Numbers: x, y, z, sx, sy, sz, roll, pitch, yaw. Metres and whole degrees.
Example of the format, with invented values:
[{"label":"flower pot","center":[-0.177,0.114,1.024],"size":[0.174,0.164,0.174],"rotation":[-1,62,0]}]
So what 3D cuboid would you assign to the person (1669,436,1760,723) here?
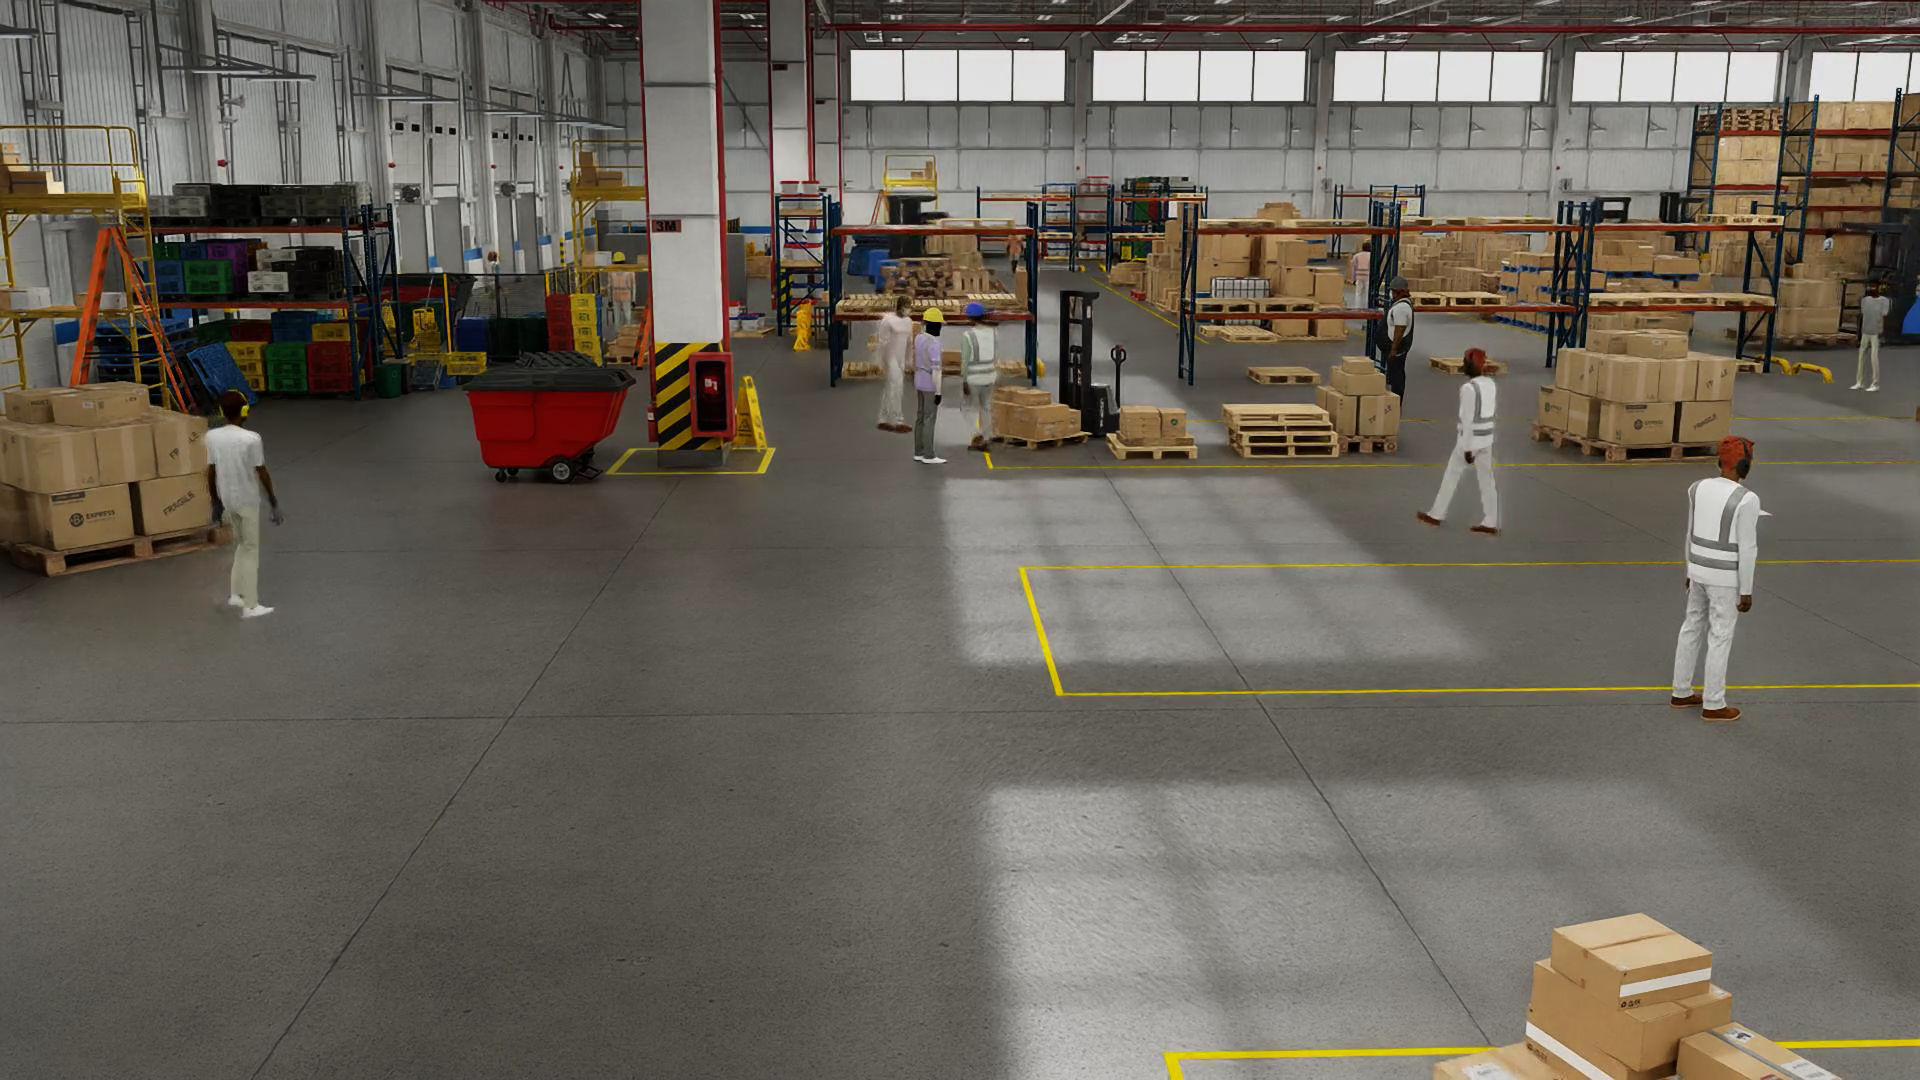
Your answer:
[{"label":"person","center":[4.956,0.252,10.884],"size":[0.352,1.877,0.572],"rotation":[-4,13,-18]}]

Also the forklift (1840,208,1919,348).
[{"label":"forklift","center":[19.193,-5.368,33.957],"size":[1.873,2.768,1.129],"rotation":[0,12,-2]}]

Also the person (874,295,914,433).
[{"label":"person","center":[-0.822,-2.411,22.887],"size":[0.869,1.883,0.685],"rotation":[8,15,32]}]

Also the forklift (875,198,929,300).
[{"label":"forklift","center":[-1.404,-8.175,46.632],"size":[1.873,2.768,1.129],"rotation":[2,13,7]}]

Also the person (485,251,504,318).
[{"label":"person","center":[-11.467,-6.267,40.866],"size":[0.516,1.633,0.313],"rotation":[10,16,38]}]

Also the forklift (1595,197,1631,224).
[{"label":"forklift","center":[19.082,-8.666,48.847],"size":[1.129,2.768,1.873],"rotation":[0,12,-2]}]

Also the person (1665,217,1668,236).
[{"label":"person","center":[26.295,-11.121,62.157],"size":[0.837,1.904,0.556],"rotation":[0,12,-1]}]

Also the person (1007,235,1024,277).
[{"label":"person","center":[1.913,-9.848,56.962],"size":[0.544,1.647,0.859],"rotation":[5,14,23]}]

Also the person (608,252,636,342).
[{"label":"person","center":[-7.027,-5.019,34.560],"size":[0.589,1.923,0.383],"rotation":[1,13,5]}]

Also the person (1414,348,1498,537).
[{"label":"person","center":[5.006,-0.983,16.524],"size":[0.584,1.840,0.941],"rotation":[-10,16,-37]}]

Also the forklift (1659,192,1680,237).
[{"label":"forklift","center":[25.612,-11.207,60.320],"size":[1.873,2.768,1.129],"rotation":[0,12,-2]}]

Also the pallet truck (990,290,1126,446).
[{"label":"pallet truck","center":[1.257,-2.299,22.111],"size":[1.885,1.965,0.823],"rotation":[-9,15,-35]}]

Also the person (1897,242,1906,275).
[{"label":"person","center":[22.825,-6.386,40.740],"size":[0.643,1.919,0.566],"rotation":[-6,14,-24]}]

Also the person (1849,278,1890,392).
[{"label":"person","center":[14.916,-3.360,27.228],"size":[0.332,1.860,0.532],"rotation":[-6,14,-25]}]

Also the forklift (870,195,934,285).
[{"label":"forklift","center":[-1.847,-9.441,52.348],"size":[1.873,2.768,1.129],"rotation":[9,15,35]}]

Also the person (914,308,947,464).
[{"label":"person","center":[-0.360,-1.893,20.463],"size":[0.394,1.921,0.587],"rotation":[-6,14,-27]}]

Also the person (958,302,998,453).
[{"label":"person","center":[0.232,-2.060,21.191],"size":[0.629,1.935,0.436],"rotation":[-10,16,-39]}]

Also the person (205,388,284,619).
[{"label":"person","center":[-5.717,-0.287,13.367],"size":[0.525,1.858,0.456],"rotation":[4,13,18]}]

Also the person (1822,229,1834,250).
[{"label":"person","center":[28.396,-9.313,54.465],"size":[0.318,1.697,0.535],"rotation":[11,17,41]}]

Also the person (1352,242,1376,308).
[{"label":"person","center":[10.051,-6.464,41.279],"size":[0.624,1.841,0.430],"rotation":[8,15,32]}]

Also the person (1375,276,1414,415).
[{"label":"person","center":[6.427,-2.885,24.658],"size":[0.537,2.000,0.682],"rotation":[5,13,20]}]
